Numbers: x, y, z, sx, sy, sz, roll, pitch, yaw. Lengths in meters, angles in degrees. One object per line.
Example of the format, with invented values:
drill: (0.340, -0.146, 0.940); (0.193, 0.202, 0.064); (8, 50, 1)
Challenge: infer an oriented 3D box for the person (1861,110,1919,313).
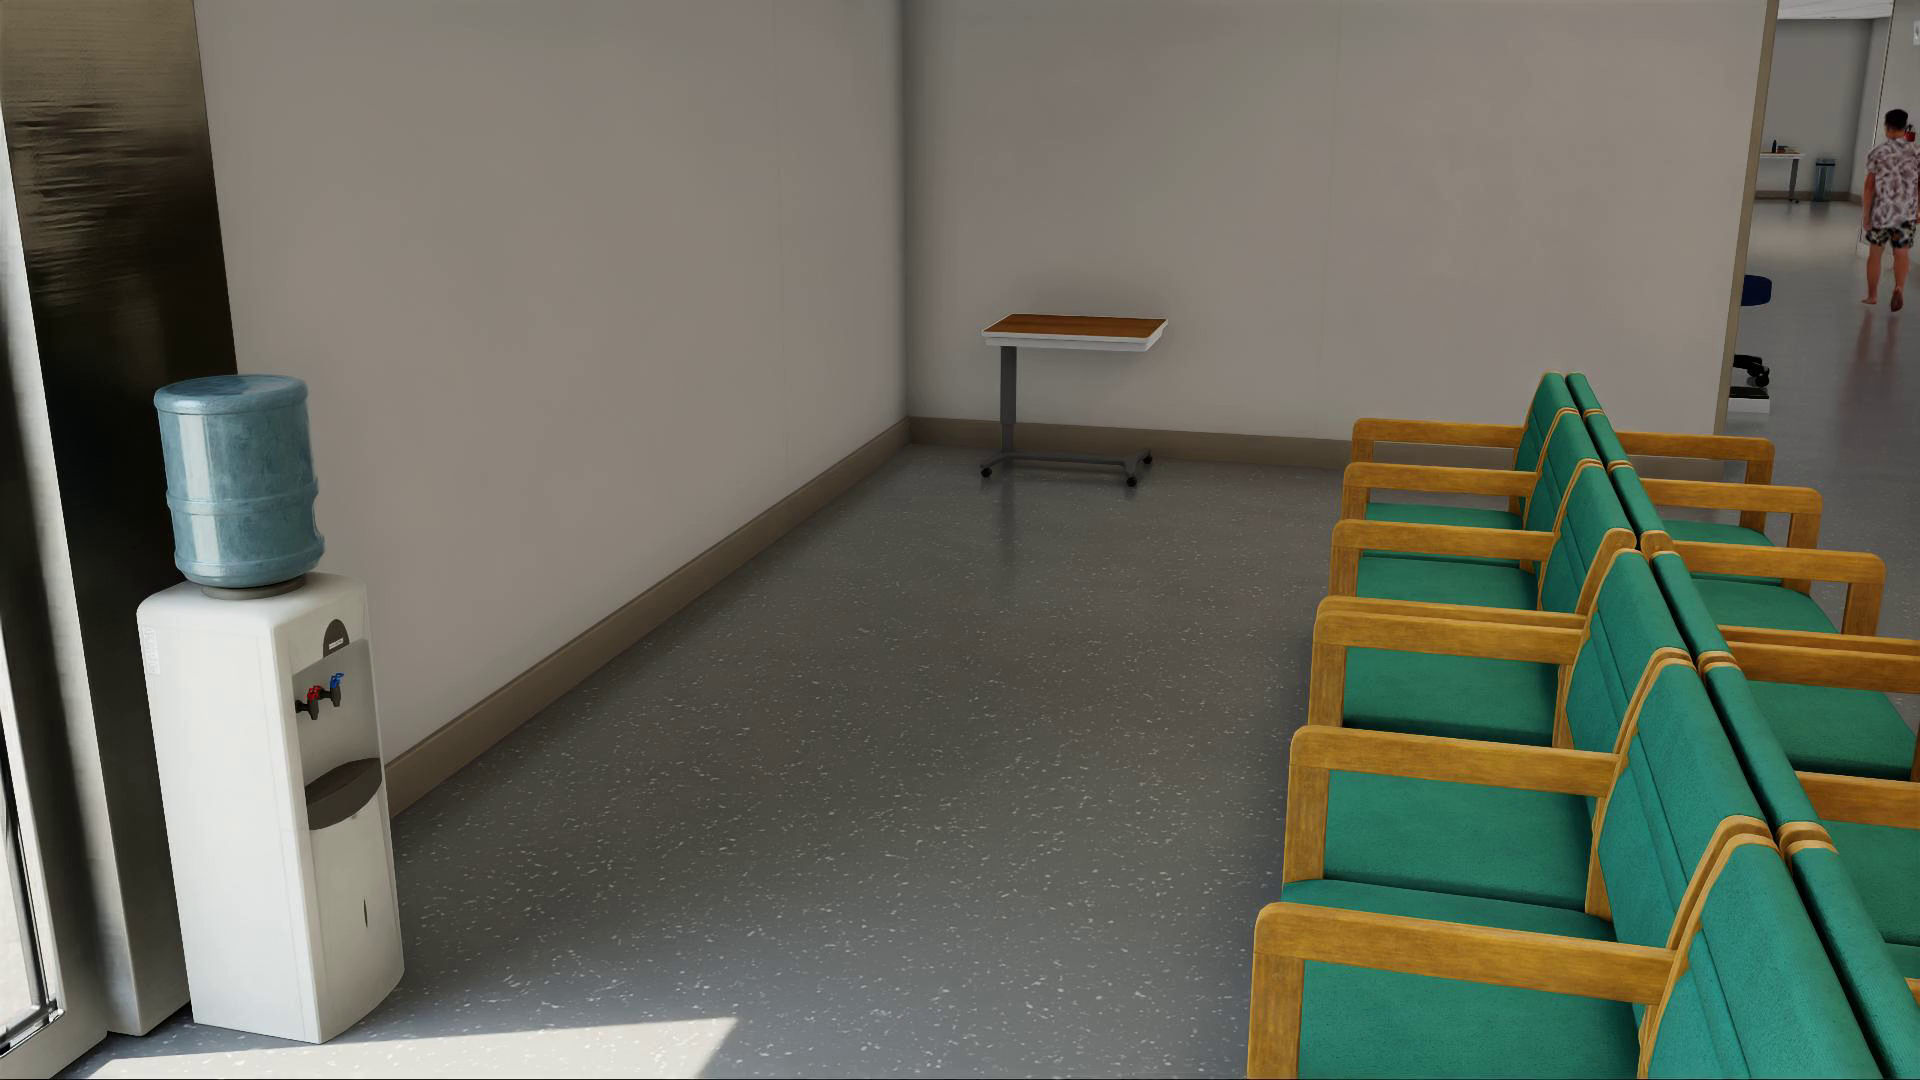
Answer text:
person: (8.555, -2.988, 15.202); (1.041, 1.782, 0.798); (7, 17, 23)
